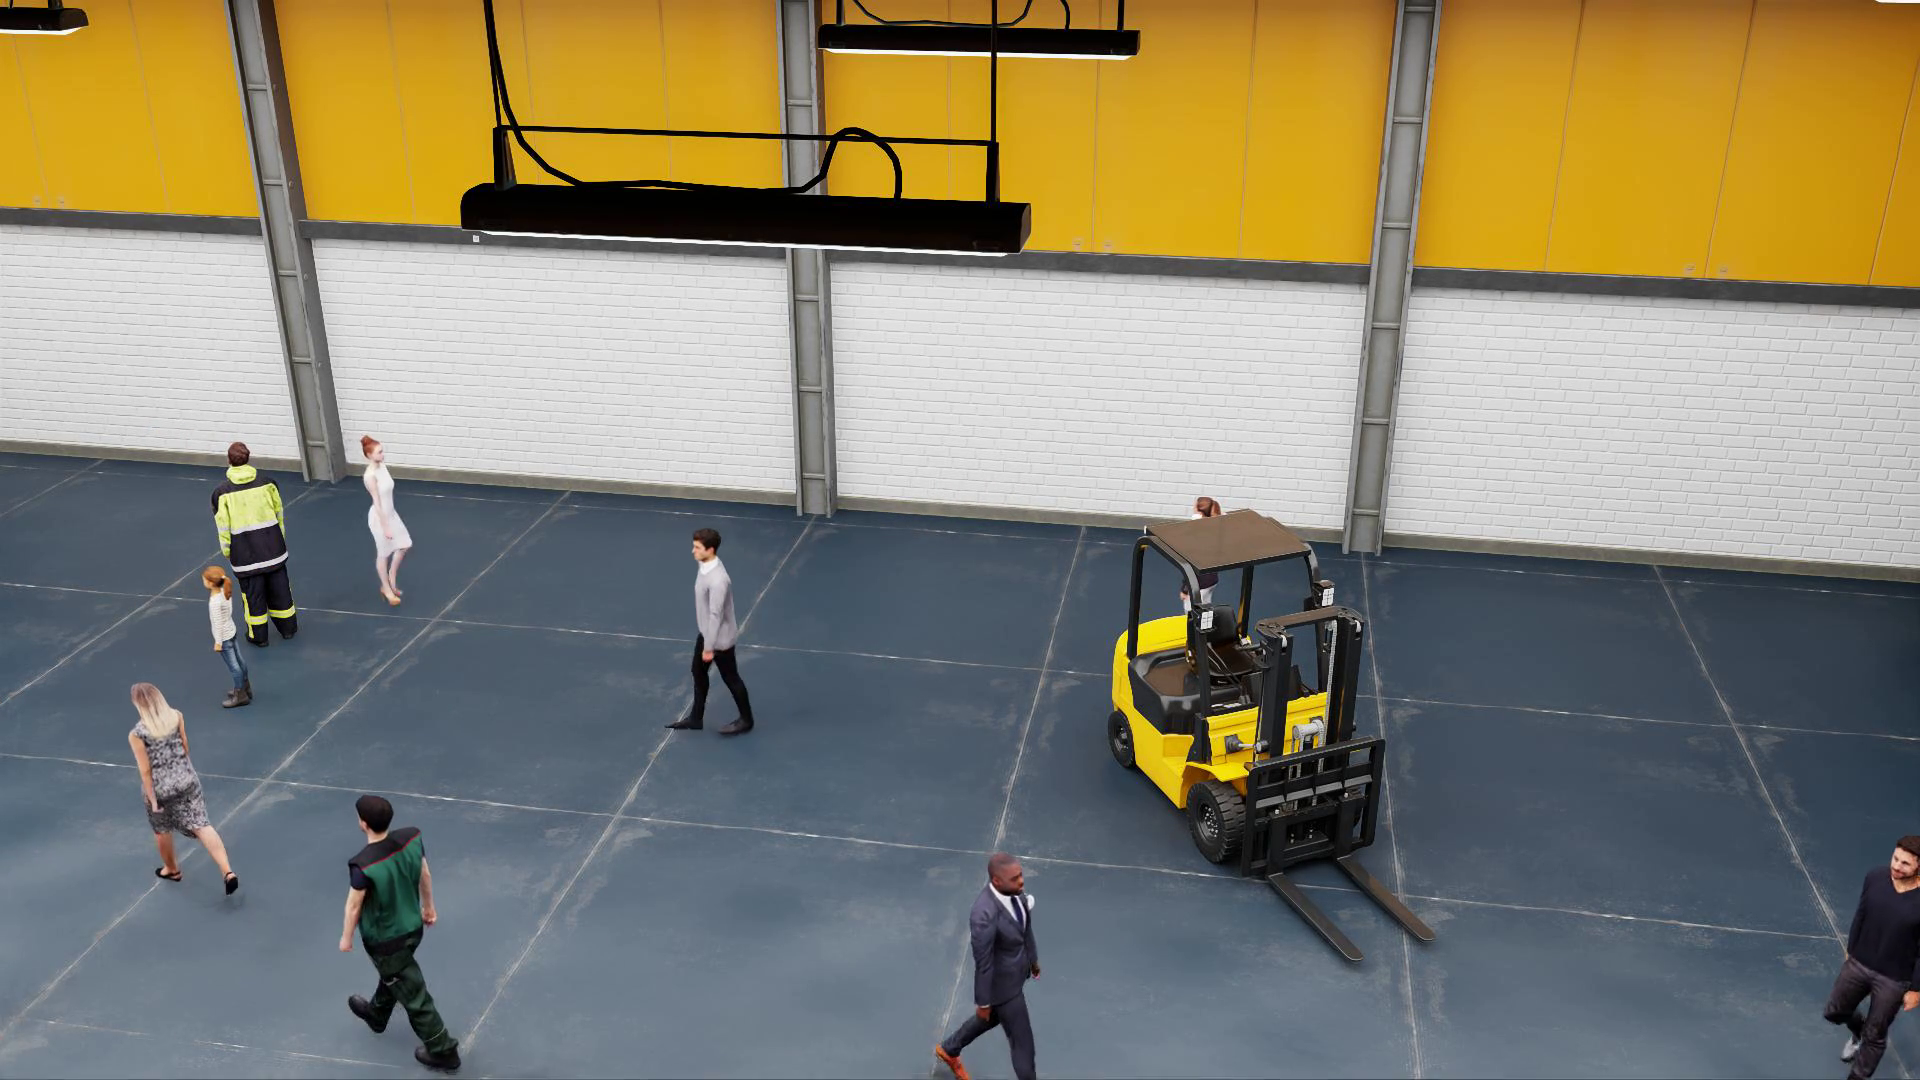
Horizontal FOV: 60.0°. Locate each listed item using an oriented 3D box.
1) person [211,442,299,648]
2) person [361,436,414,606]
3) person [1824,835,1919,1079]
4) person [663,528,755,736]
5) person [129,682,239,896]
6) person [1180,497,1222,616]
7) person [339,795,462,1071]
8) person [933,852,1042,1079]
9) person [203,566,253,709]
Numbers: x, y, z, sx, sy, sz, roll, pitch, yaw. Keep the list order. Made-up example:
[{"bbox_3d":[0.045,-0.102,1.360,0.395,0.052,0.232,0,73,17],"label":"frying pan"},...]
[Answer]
[{"bbox_3d":[-6.572,0.028,15.490,0.867,1.983,0.899,-19,30,-36],"label":"person"},{"bbox_3d":[-5.701,-0.167,16.185,0.598,1.783,0.583,2,24,6],"label":"person"},{"bbox_3d":[5.536,2.537,9.910,0.970,1.856,0.914,-17,29,-33],"label":"person"},{"bbox_3d":[-1.938,0.770,13.905,1.156,1.894,1.053,-10,25,-21],"label":"person"},{"bbox_3d":[-5.541,1.802,11.818,1.161,1.674,0.917,18,29,35],"label":"person"},{"bbox_3d":[2.147,0.424,14.901,0.665,1.730,0.635,16,28,32],"label":"person"},{"bbox_3d":[-3.377,2.436,10.147,1.233,1.851,0.868,9,25,20],"label":"person"},{"bbox_3d":[0.190,2.588,9.851,1.213,1.809,0.818,8,25,18],"label":"person"},{"bbox_3d":[-6.382,0.831,14.486,0.551,1.316,0.522,-2,24,-4],"label":"person"}]
